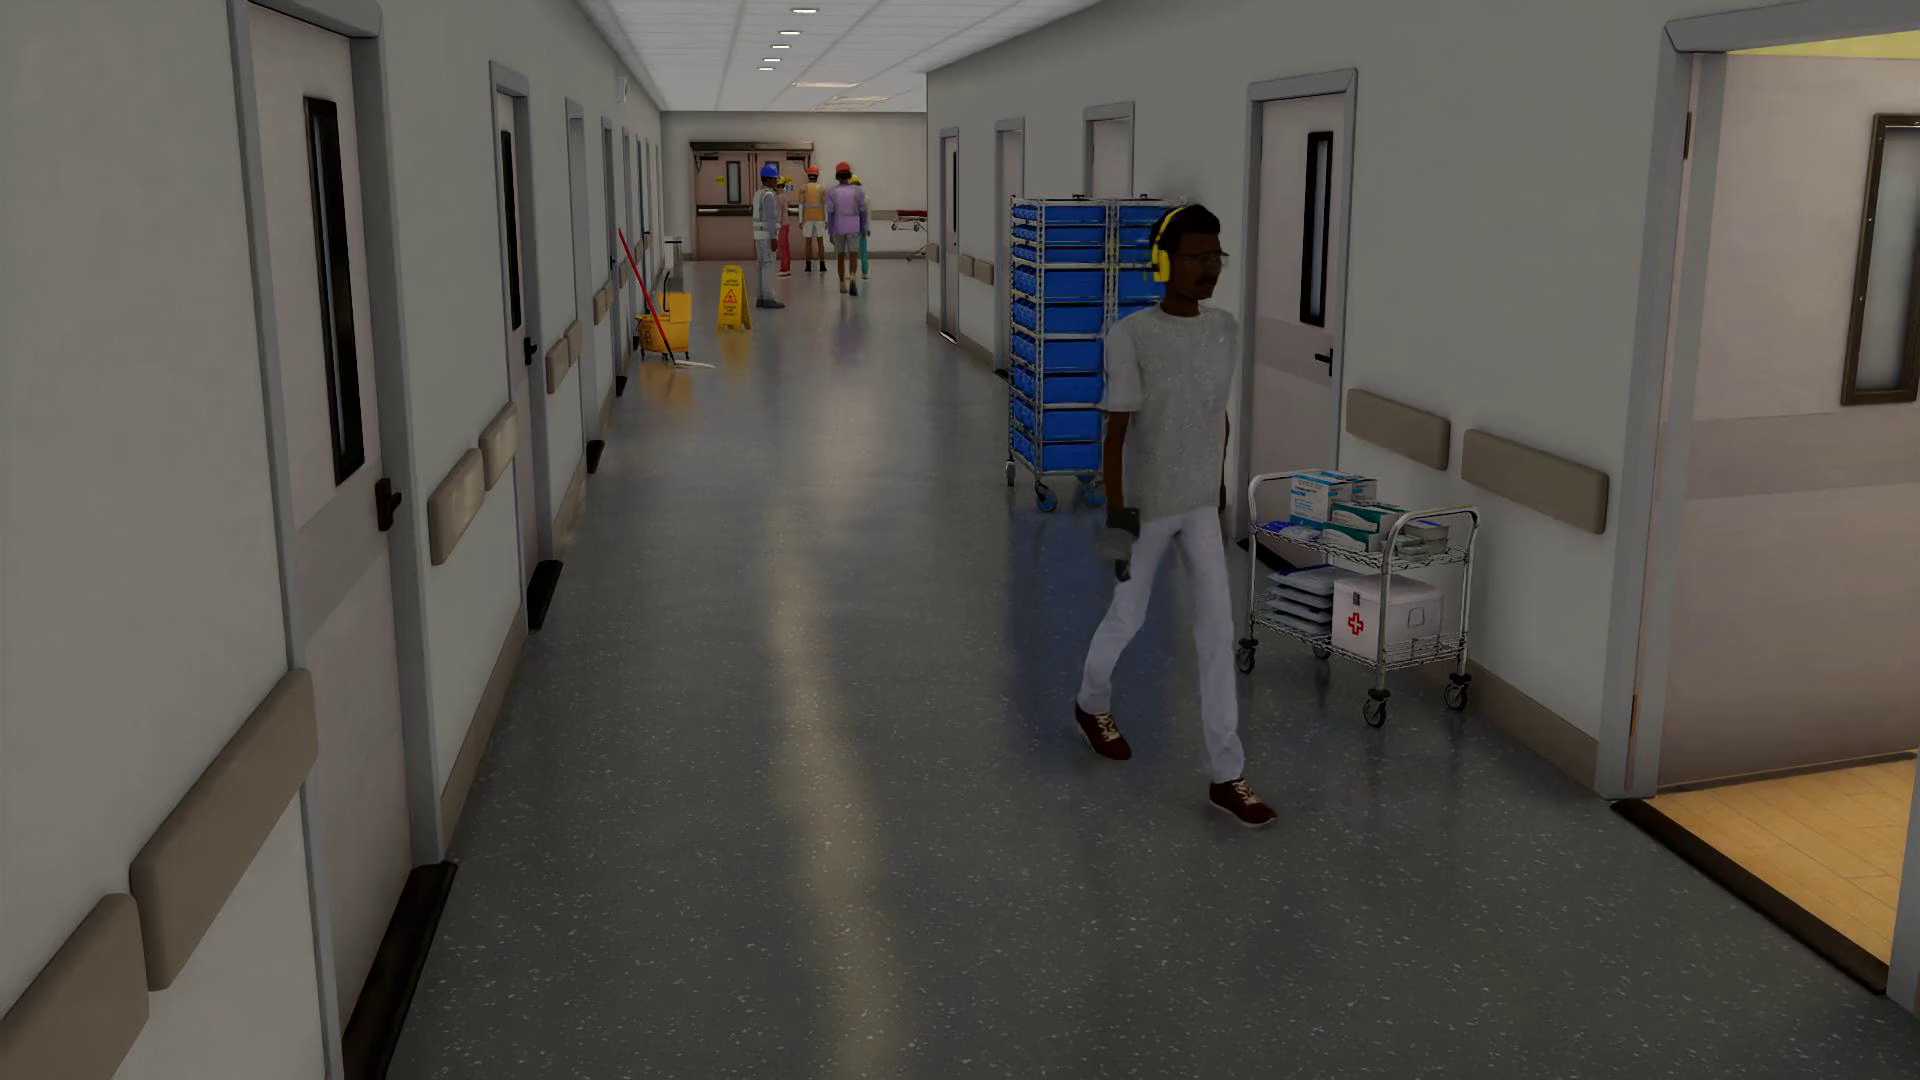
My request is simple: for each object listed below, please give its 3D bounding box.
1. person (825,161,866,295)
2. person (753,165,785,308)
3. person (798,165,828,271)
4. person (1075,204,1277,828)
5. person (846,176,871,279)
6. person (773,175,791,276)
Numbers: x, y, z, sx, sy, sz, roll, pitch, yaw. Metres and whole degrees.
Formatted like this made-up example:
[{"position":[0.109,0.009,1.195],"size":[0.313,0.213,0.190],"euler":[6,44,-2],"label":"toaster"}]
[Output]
[{"position":[-1.729,-4.719,25.185],"size":[0.601,2.015,0.955],"euler":[-1,13,-3],"label":"person"},{"position":[-2.632,-4.153,22.807],"size":[0.405,1.943,0.613],"euler":[-6,14,-24],"label":"person"},{"position":[-2.708,-5.938,30.750],"size":[0.551,1.935,0.375],"euler":[-1,13,-4],"label":"person"},{"position":[0.637,-0.109,5.138],"size":[0.534,1.833,0.988],"euler":[-6,14,-26],"label":"person"},{"position":[-1.787,-5.366,28.600],"size":[0.533,1.765,0.330],"euler":[-5,14,-22],"label":"person"},{"position":[-3.174,-5.551,29.415],"size":[0.307,1.771,0.522],"euler":[2,13,10],"label":"person"}]
